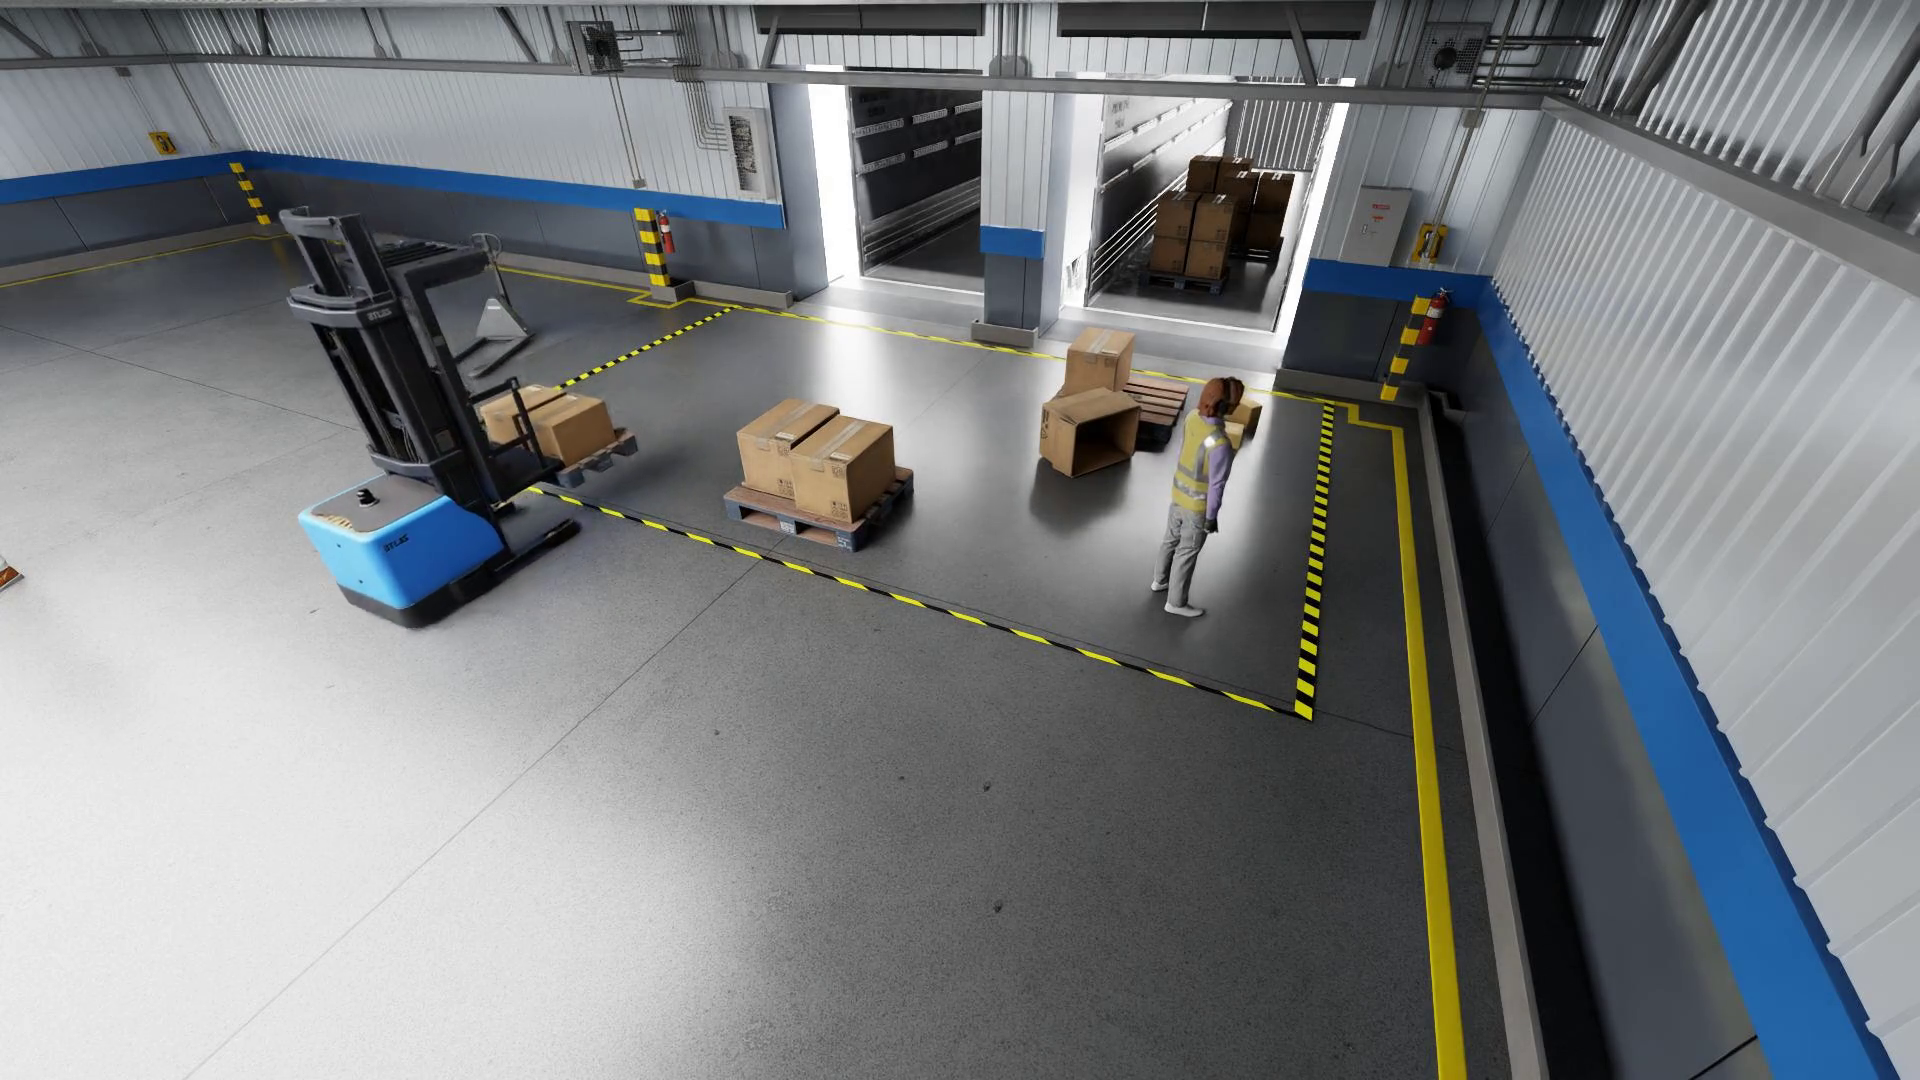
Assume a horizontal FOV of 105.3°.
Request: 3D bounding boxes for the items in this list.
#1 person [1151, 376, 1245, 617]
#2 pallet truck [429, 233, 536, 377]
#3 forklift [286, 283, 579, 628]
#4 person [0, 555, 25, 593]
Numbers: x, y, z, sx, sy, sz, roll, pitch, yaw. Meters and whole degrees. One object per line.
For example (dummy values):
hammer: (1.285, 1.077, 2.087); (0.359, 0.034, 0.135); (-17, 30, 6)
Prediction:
person: (1.486, -0.251, 4.626); (0.309, 1.638, 0.522); (-4, 36, -6)
pallet truck: (-5.664, -2.712, 8.427); (0.680, 1.201, 1.601); (0, 35, -1)
forklift: (-3.679, -0.513, 4.649); (0.716, 2.013, 0.776); (15, 38, 20)
person: (-6.919, -0.443, 4.632); (0.613, 1.945, 0.391); (7, 36, 10)
